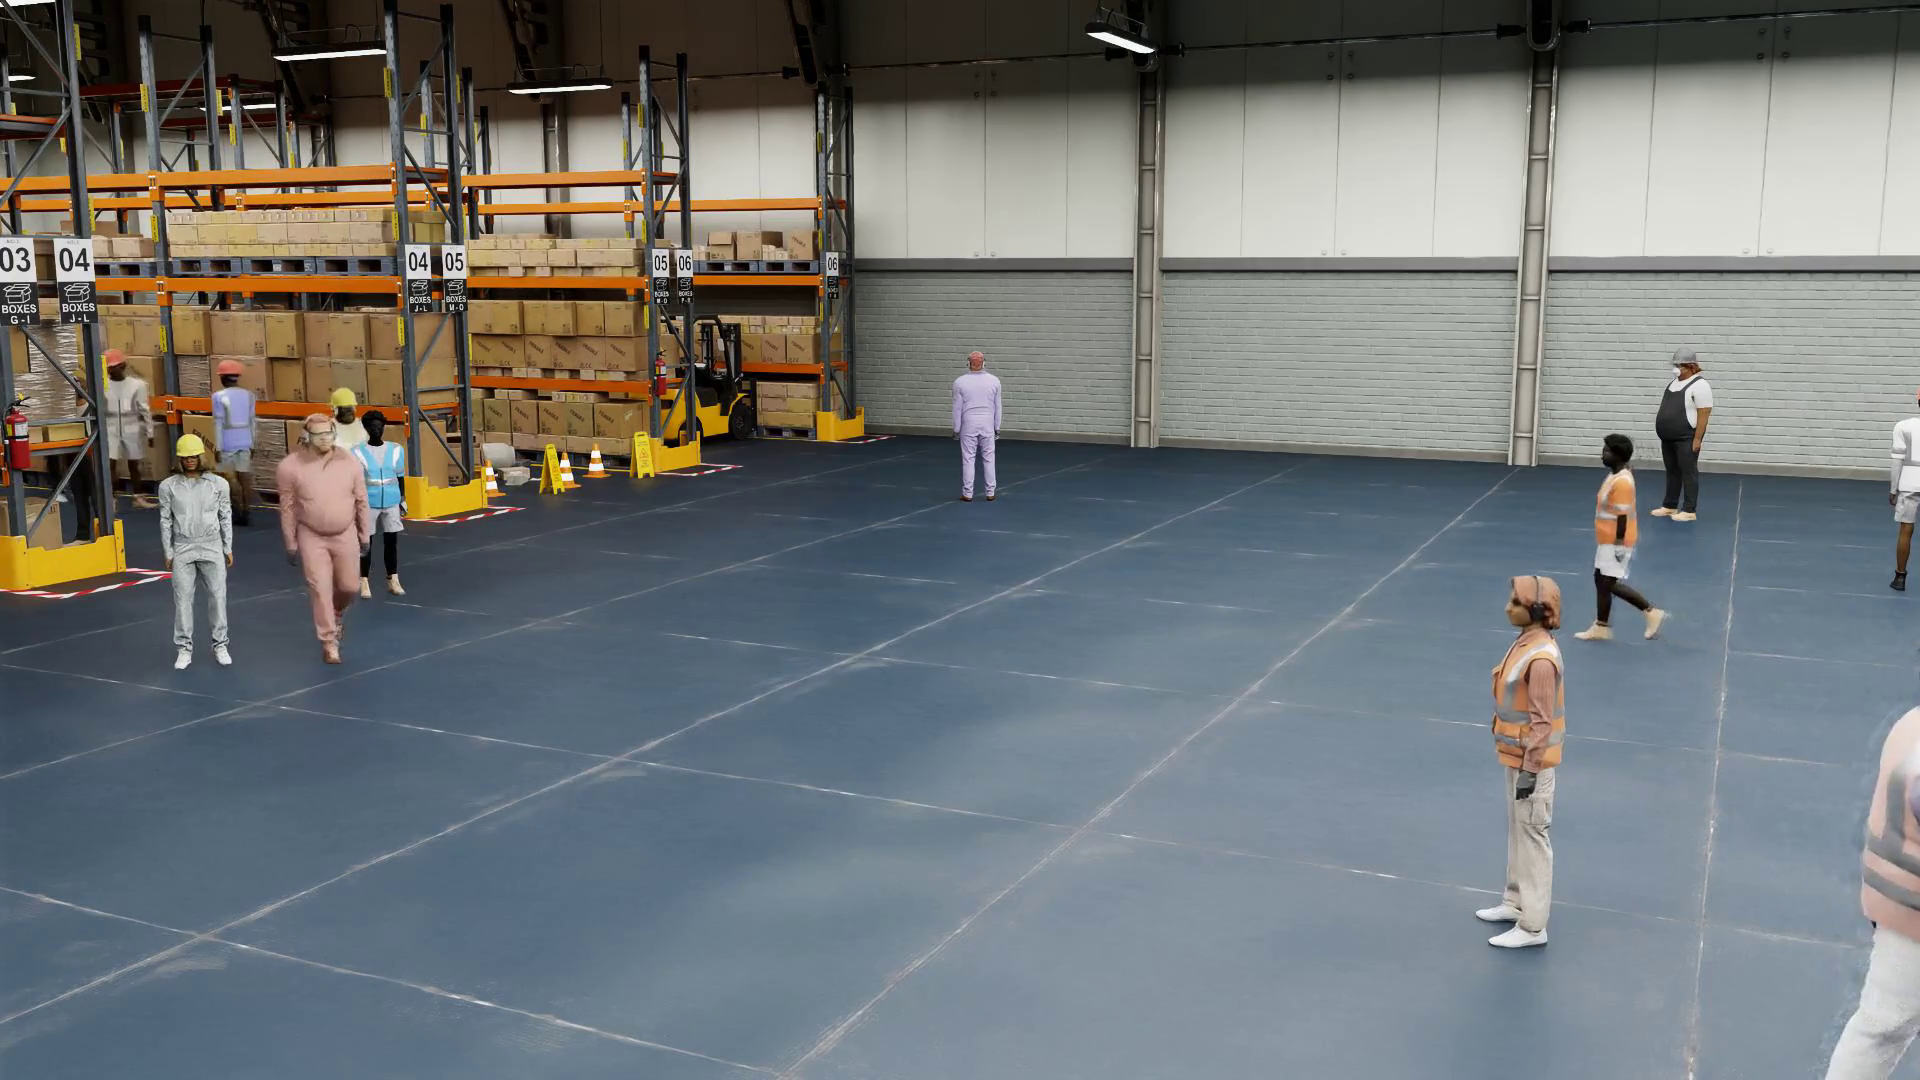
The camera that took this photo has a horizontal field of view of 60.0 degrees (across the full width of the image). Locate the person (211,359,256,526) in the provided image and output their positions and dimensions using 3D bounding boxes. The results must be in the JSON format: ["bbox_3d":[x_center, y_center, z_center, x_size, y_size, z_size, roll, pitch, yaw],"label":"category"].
[{"bbox_3d":[-8.329,-1.105,19.048,0.420,1.920,0.579,5,11,30],"label":"person"}]

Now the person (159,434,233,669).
[{"bbox_3d":[-5.640,0.082,12.322,0.488,1.743,0.319,-4,10,-24],"label":"person"}]

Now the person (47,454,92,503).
[{"bbox_3d":[-11.242,-1.375,20.820,0.842,1.879,0.597,8,12,40],"label":"person"}]

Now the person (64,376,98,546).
[{"bbox_3d":[-9.171,-0.796,17.413,0.506,1.839,0.343,3,10,18],"label":"person"}]

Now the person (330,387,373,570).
[{"bbox_3d":[-6.076,-0.611,16.378,0.739,1.809,0.596,6,11,31],"label":"person"}]

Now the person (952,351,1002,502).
[{"bbox_3d":[0.209,-1.437,21.131,0.639,1.909,0.407,-2,9,-11],"label":"person"}]

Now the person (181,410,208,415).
[{"bbox_3d":[-11.394,-2.047,24.813,0.378,1.928,0.542,6,11,34],"label":"person"}]

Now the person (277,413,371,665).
[{"bbox_3d":[-4.807,-0.030,12.603,0.647,1.885,0.655,-6,11,-34],"label":"person"}]

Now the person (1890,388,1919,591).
[{"bbox_3d":[8.801,-0.486,15.206,0.542,1.938,0.357,5,10,28],"label":"person"}]

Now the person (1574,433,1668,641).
[{"bbox_3d":[5.201,0.000,13.024,0.583,1.679,0.541,3,10,15],"label":"person"}]

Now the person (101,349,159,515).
[{"bbox_3d":[-10.083,-1.296,20.052,0.657,1.997,0.721,-5,10,-27],"label":"person"}]

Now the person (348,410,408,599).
[{"bbox_3d":[-5.227,-0.323,14.943,0.537,1.695,0.320,-7,11,-35],"label":"person"}]

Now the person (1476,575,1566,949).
[{"bbox_3d":[2.474,0.957,7.265,0.308,1.643,0.511,2,9,9],"label":"person"}]

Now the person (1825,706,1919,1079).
[{"bbox_3d":[3.189,1.208,5.253,0.903,1.797,0.645,4,10,25],"label":"person"}]

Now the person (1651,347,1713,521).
[{"bbox_3d":[8.453,-1.248,19.564,0.536,2.000,0.688,-2,9,-11],"label":"person"}]
